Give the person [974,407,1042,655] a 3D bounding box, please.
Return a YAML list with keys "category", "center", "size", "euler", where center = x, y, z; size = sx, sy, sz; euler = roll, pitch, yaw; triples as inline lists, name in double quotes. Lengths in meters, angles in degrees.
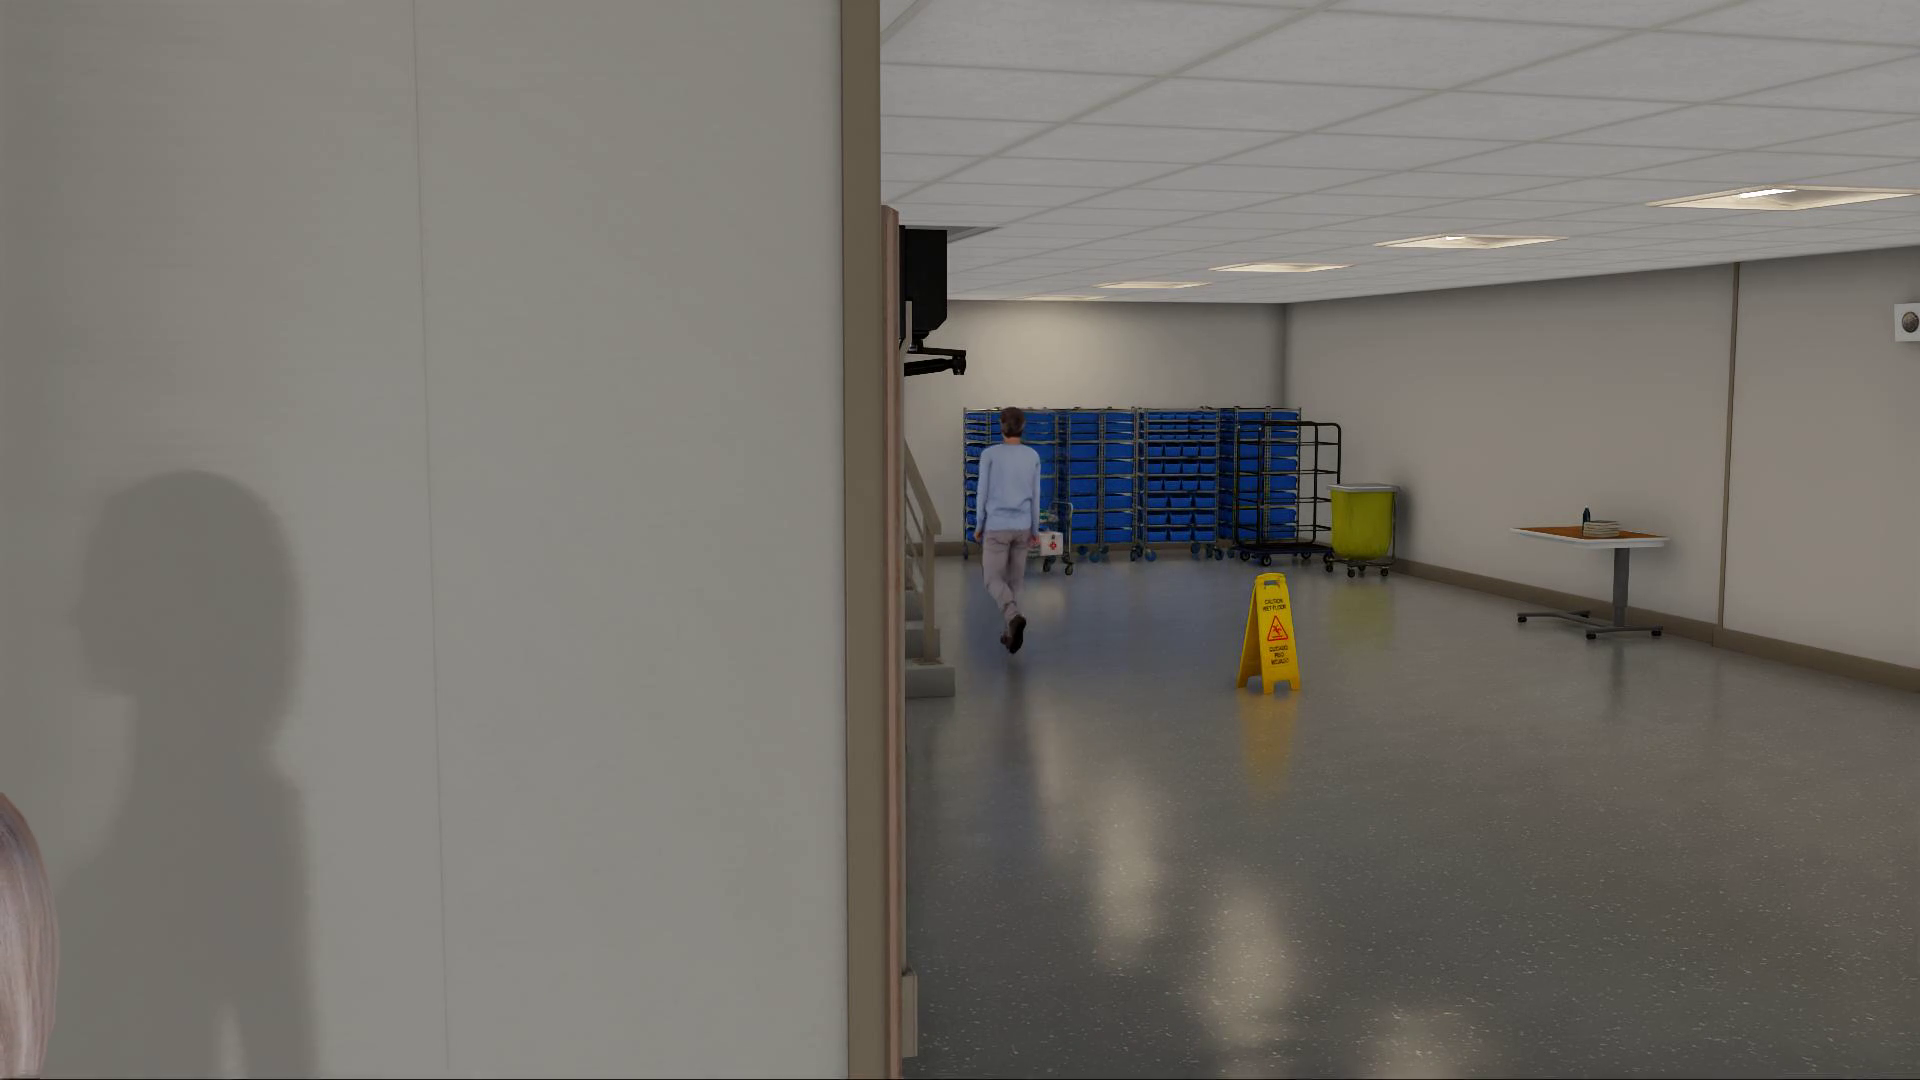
- category: "person"
  center: [0.381, -0.047, 12.503]
  size: [0.672, 1.867, 1.121]
  euler: [-2, 6, -16]
